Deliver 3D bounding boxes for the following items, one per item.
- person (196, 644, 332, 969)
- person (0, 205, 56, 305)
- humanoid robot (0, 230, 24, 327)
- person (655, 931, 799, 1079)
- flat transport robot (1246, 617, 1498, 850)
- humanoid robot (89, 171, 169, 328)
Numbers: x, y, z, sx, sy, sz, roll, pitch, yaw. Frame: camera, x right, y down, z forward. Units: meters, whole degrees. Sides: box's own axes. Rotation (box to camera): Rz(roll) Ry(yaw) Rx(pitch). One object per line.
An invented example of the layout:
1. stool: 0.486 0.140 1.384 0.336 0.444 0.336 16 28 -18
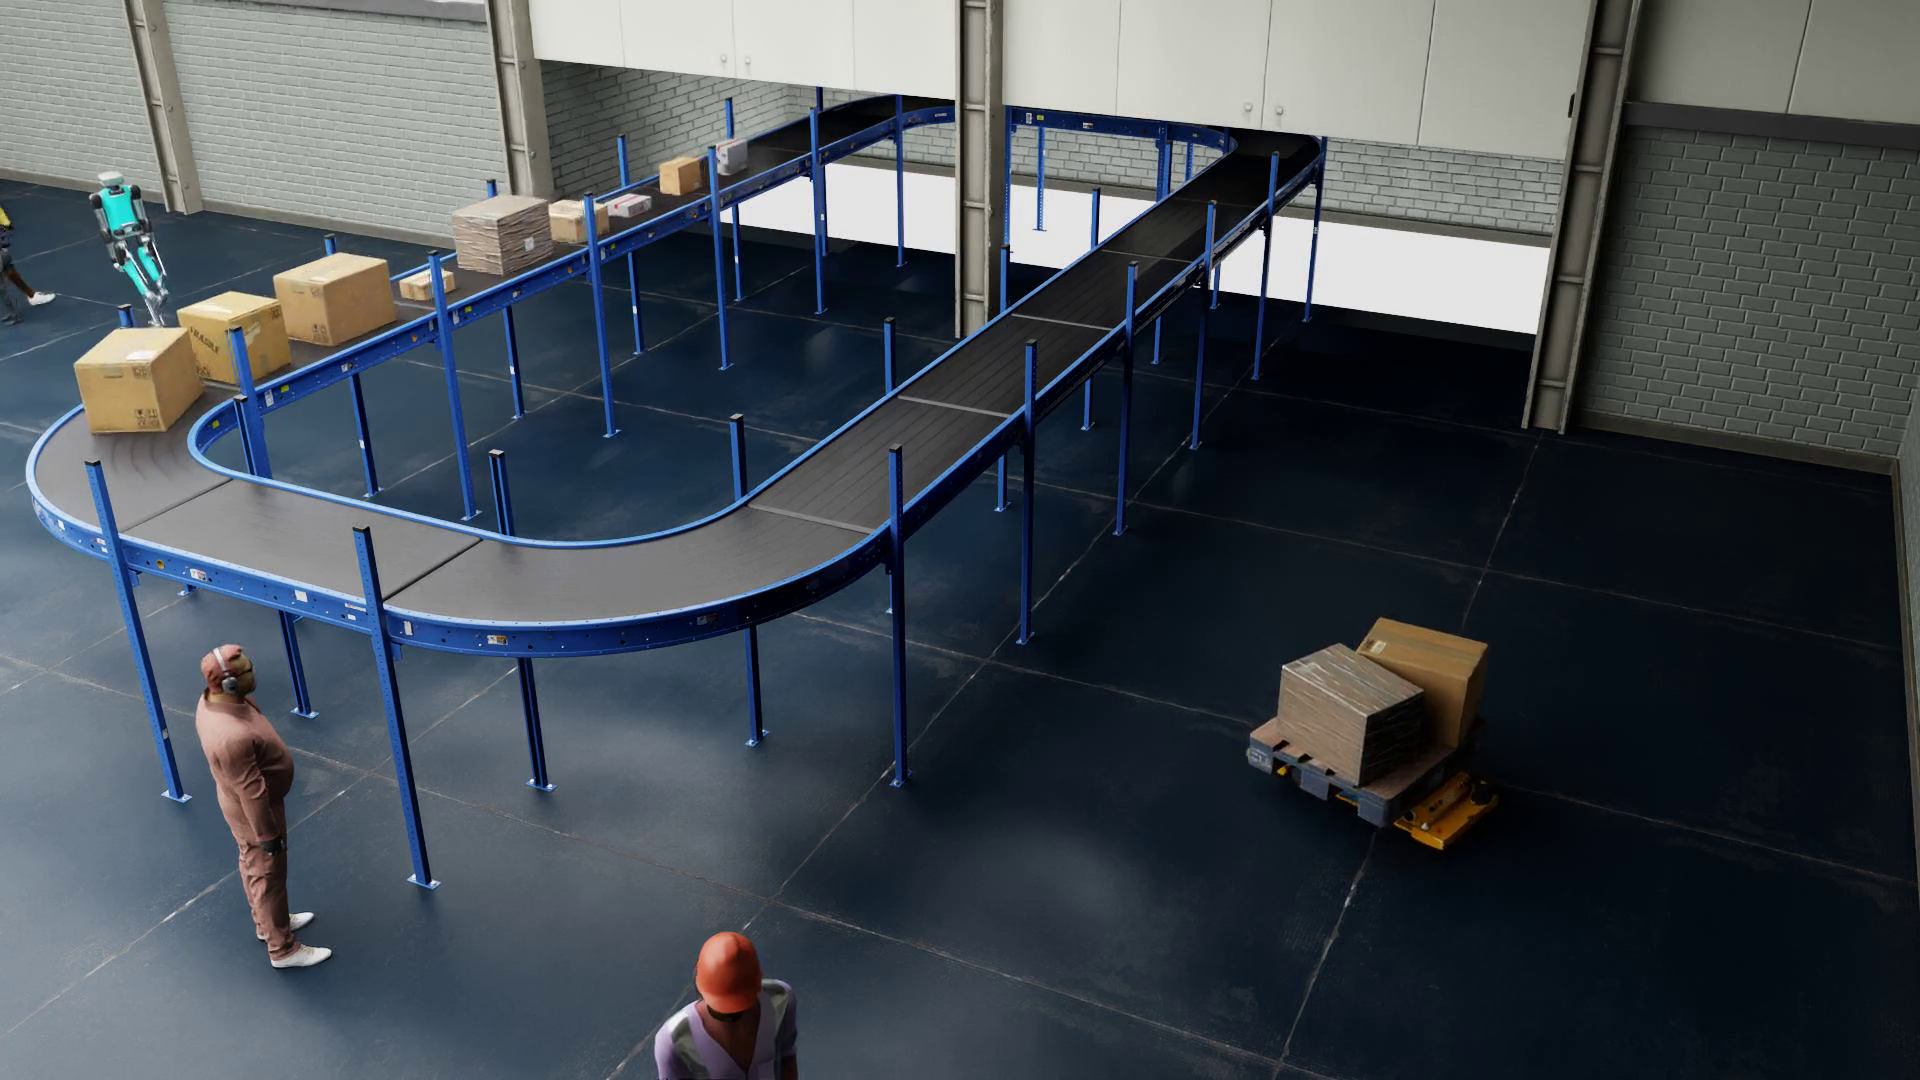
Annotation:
1. person: -3.708 1.403 8.804 0.411 1.913 0.640 -16 30 -28
2. person: -11.014 -3.535 18.835 1.051 1.834 0.613 -6 27 -13
3. humanoid robot: -10.677 -3.192 18.321 0.601 1.649 0.385 23 34 38
4. person: -0.880 2.390 6.670 0.610 2.039 0.389 -17 31 -30
5. flat transport robot: 2.605 1.457 10.541 1.431 0.231 0.659 24 35 39
6. humanoid robot: -8.829 -3.015 17.974 0.863 1.856 0.557 22 34 37
